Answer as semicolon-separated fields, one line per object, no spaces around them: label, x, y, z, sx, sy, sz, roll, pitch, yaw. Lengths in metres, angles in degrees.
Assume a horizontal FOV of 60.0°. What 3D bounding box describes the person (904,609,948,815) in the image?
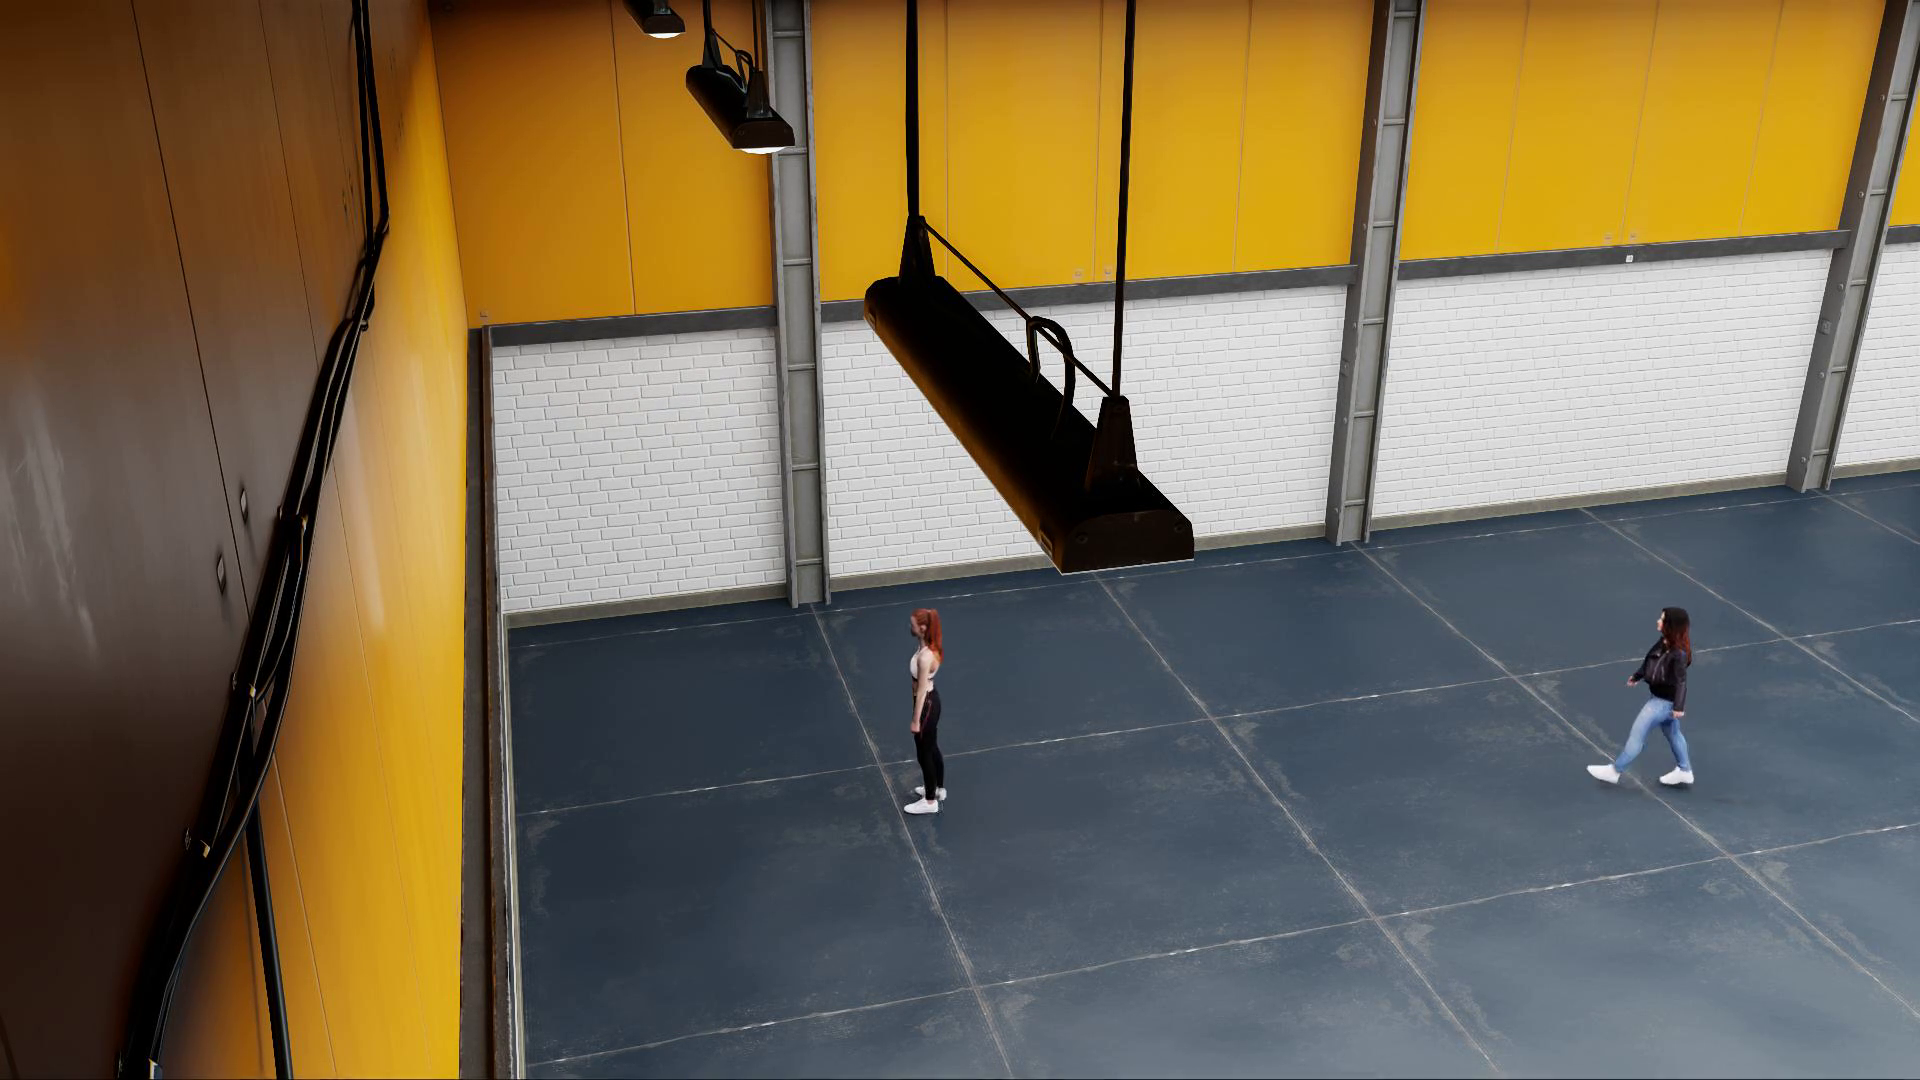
person;-0.256;1.334;13.051;0.658;1.745;0.664;1;24;1

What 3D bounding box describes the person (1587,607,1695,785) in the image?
person;5.722;1.291;13.335;1.180;1.597;0.968;6;24;12
